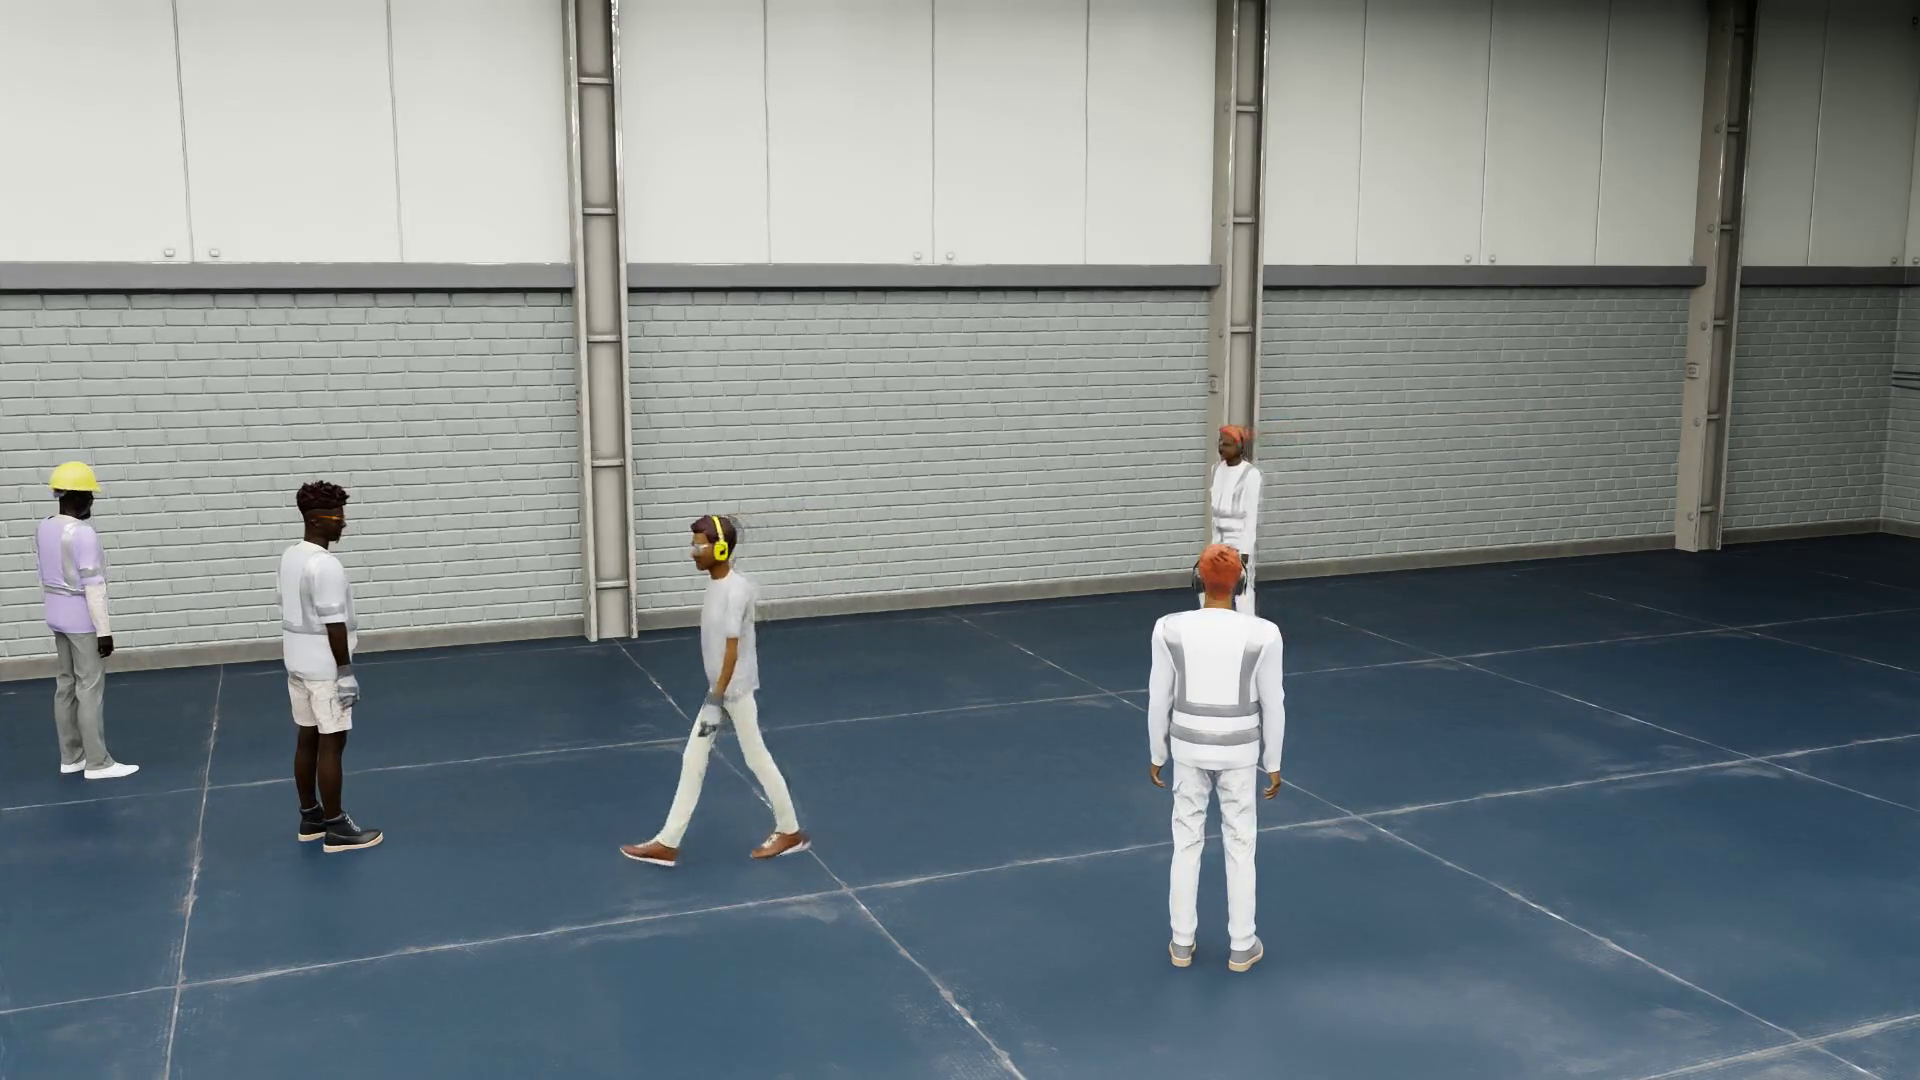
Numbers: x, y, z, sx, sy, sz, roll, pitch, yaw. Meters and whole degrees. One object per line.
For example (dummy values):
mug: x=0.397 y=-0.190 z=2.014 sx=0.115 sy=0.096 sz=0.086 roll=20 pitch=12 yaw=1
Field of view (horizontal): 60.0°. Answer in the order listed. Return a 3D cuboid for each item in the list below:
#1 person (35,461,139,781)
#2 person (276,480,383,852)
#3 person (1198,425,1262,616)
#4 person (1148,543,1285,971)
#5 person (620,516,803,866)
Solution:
person: x=-5.292 y=0.487 z=10.016 sx=0.584 sy=1.927 sz=0.369 roll=6 pitch=11 yaw=33
person: x=-3.373 y=0.662 z=8.805 sx=0.371 sy=1.961 sz=0.602 roll=-9 pitch=12 yaw=-43
person: x=2.081 y=0.025 z=13.131 sx=0.692 sy=1.857 sz=0.608 roll=-5 pitch=10 yaw=-29
person: x=1.116 y=0.946 z=7.266 sx=0.587 sy=1.883 sz=0.342 roll=2 pitch=9 yaw=15
person: x=-1.234 y=0.784 z=8.482 sx=0.970 sy=1.818 sz=0.536 roll=-5 pitch=10 yaw=-26
